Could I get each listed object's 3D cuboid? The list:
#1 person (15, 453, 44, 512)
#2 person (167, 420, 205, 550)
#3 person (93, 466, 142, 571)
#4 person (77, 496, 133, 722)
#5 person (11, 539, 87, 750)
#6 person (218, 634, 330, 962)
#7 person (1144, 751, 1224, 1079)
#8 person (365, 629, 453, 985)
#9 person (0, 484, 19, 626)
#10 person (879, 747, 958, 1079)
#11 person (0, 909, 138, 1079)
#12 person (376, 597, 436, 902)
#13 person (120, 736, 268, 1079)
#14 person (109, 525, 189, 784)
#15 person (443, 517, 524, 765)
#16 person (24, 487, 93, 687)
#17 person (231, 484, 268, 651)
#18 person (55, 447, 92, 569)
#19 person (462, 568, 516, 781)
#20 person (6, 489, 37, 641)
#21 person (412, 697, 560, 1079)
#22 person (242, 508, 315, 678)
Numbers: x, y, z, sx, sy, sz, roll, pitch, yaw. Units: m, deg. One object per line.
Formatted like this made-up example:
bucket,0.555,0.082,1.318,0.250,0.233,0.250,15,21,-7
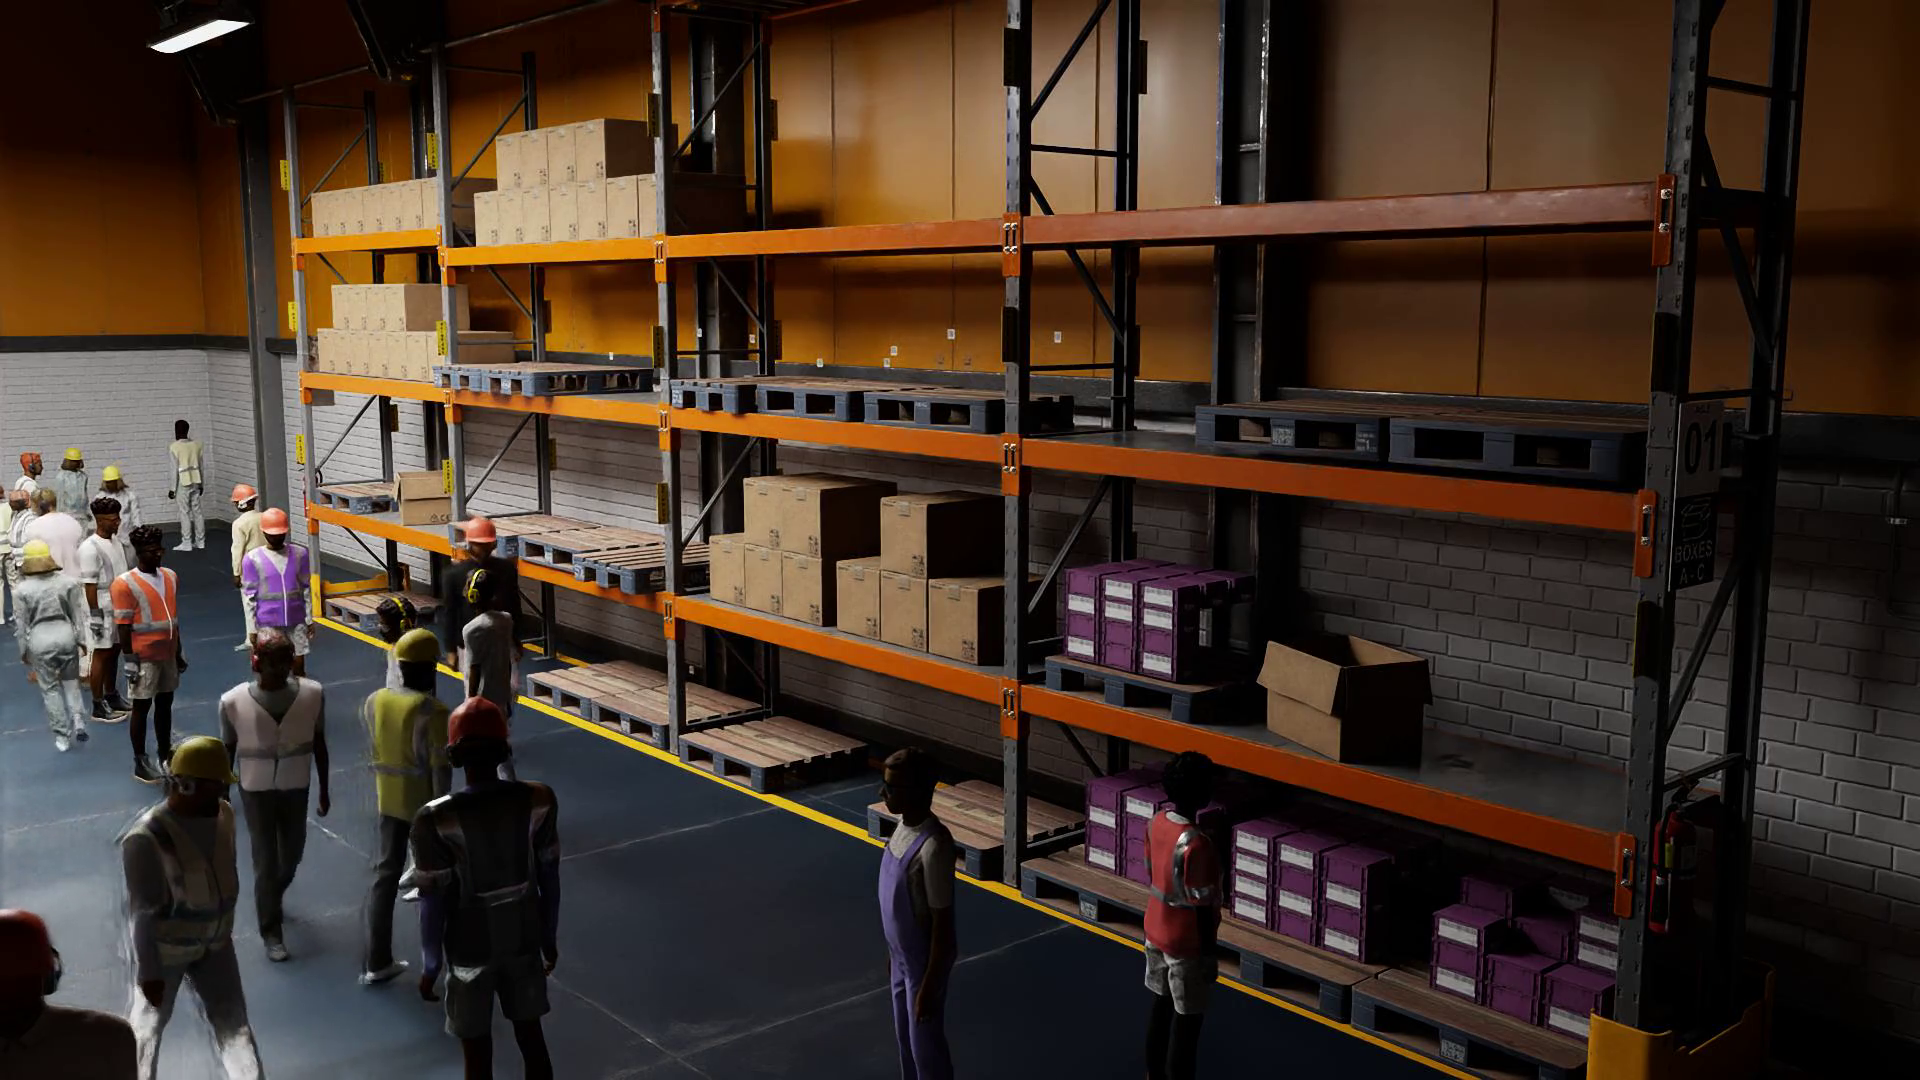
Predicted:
person,-10.921,-0.092,19.574,0.353,1.876,0.575,-6,10,-36
person,-11.315,-0.803,24.346,0.378,1.917,0.597,3,9,22
person,-10.034,-0.050,19.841,0.497,1.711,0.794,-4,9,-27
person,-7.420,0.592,14.492,0.365,1.962,0.613,-1,8,-4
person,-7.389,0.851,13.510,0.505,1.714,0.427,-7,11,-40
person,-3.899,1.398,9.431,0.578,1.811,0.771,-6,10,-34
person,0.986,1.759,7.313,0.319,1.696,0.532,-3,9,-19
person,-2.942,1.409,9.128,0.591,1.877,0.982,3,9,20
person,-10.811,0.146,18.722,0.308,1.639,0.510,4,9,24
person,-0.189,1.751,6.850,0.346,1.846,0.506,-3,9,-20
person,-2.627,1.990,4.715,0.618,1.986,0.408,-3,9,-23
person,-3.373,1.266,10.203,0.525,1.856,0.338,8,11,43
person,-3.283,1.739,7.181,0.944,1.764,0.630,4,9,24
person,-6.146,0.853,12.674,0.367,1.966,0.606,2,8,15
person,-3.673,0.809,12.914,0.650,1.980,0.518,-5,10,-33
person,-8.501,0.454,15.605,0.767,1.910,0.674,4,9,24
person,-7.410,0.287,17.390,0.356,1.741,0.570,2,8,15
person,-11.576,-0.344,21.776,0.312,1.741,0.487,3,9,18
person,-3.196,1.113,11.205,0.328,1.872,0.514,2,8,15
person,-10.057,0.261,17.929,0.523,1.636,0.310,7,11,41
person,-1.943,1.654,6.851,0.609,2.040,0.394,-6,10,-37
person,-5.737,0.678,14.049,0.549,1.925,0.384,-7,11,-39
